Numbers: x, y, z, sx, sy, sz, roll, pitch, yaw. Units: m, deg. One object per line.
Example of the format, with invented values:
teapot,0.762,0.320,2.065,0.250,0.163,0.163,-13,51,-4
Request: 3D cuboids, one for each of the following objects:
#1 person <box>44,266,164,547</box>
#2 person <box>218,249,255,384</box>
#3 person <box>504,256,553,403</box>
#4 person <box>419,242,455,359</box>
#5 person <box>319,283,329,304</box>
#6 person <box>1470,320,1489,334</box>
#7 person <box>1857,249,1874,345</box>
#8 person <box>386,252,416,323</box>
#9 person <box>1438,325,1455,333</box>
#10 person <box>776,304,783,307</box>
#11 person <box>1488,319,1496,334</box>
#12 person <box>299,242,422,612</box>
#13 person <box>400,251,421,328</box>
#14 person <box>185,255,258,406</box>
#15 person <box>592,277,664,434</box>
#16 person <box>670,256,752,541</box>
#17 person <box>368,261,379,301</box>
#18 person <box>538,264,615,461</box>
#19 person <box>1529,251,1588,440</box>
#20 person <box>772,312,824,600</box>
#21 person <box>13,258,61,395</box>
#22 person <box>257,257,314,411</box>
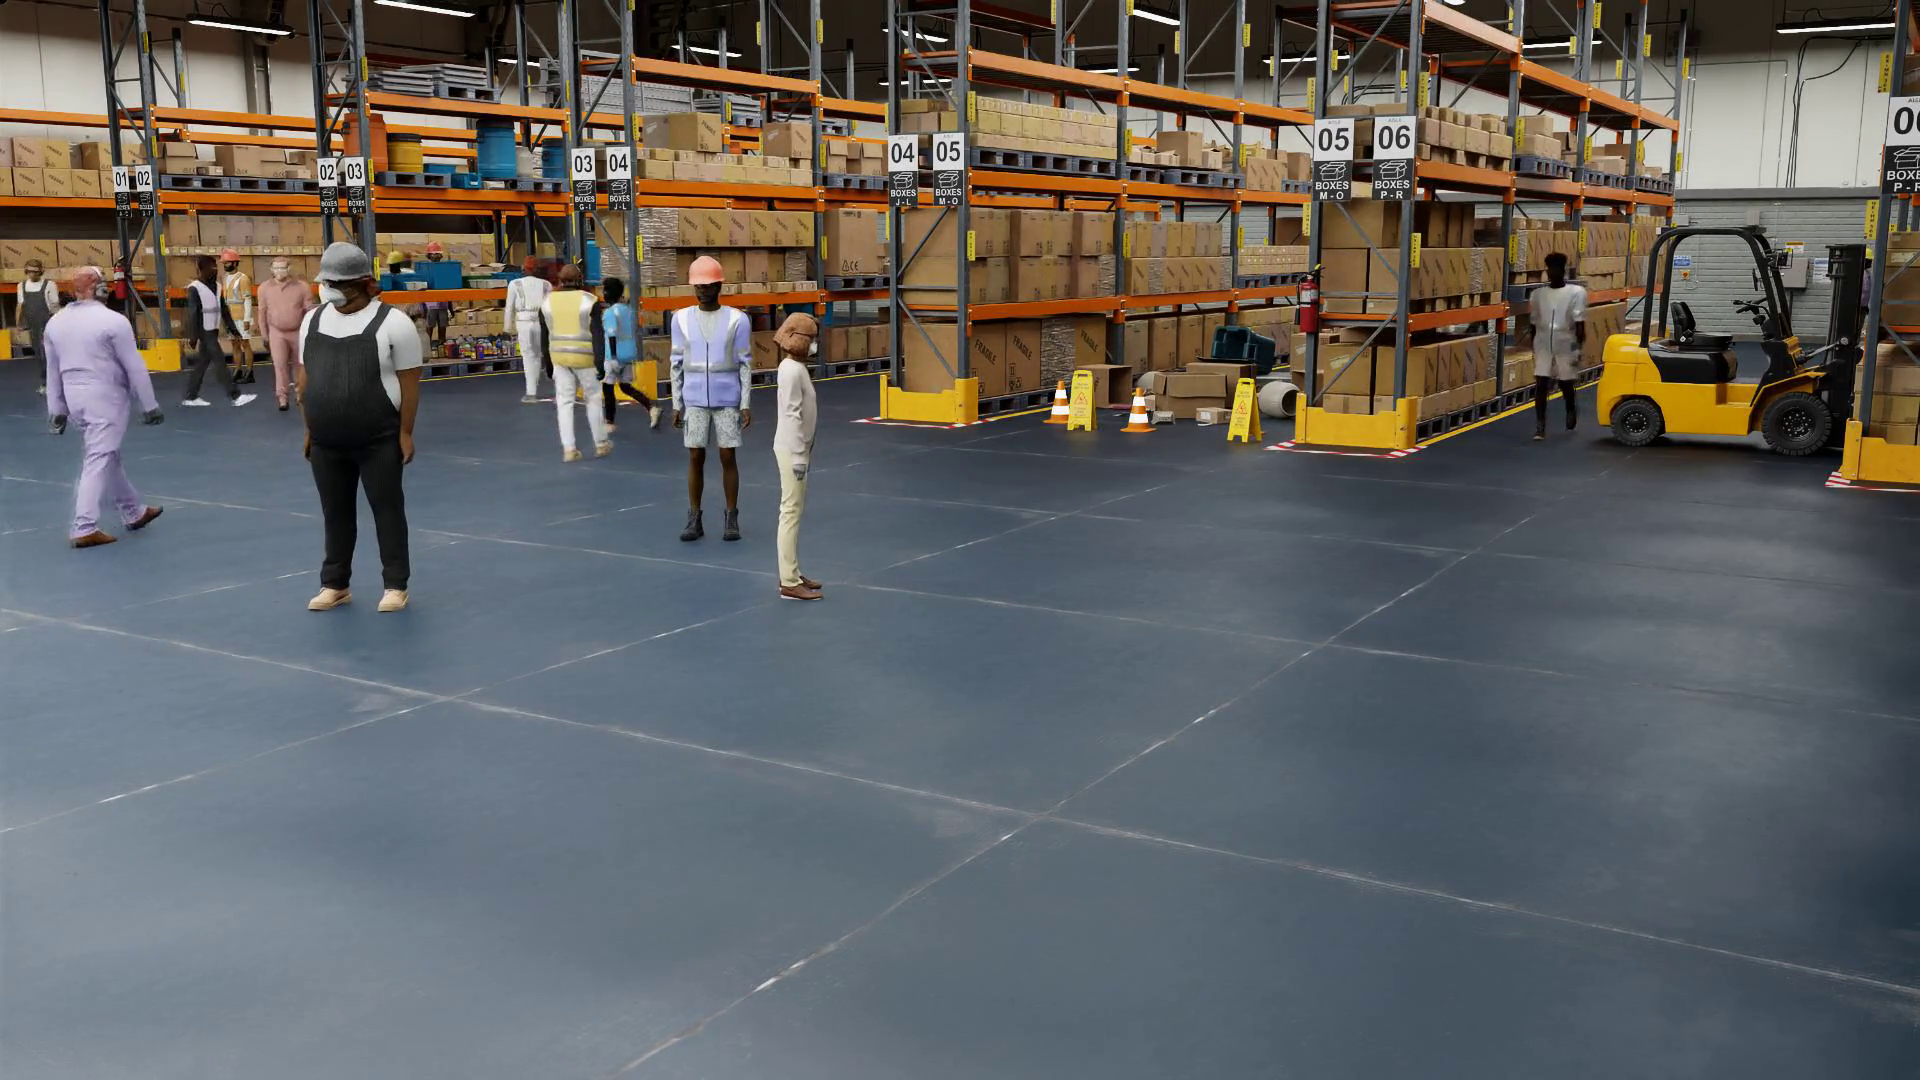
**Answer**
person,-5.779,-0.922,11.360,0.649,1.862,0.974,4,11,21
person,-10.462,-3.223,24.030,0.545,1.939,0.374,7,12,33
person,-5.525,-2.706,21.349,0.574,1.848,0.832,-7,12,-34
person,-8.411,-3.759,26.734,0.383,2.045,0.605,10,14,44
person,-6.937,-2.258,18.624,0.373,1.940,0.628,3,11,16
person,10.919,-5.112,34.574,0.648,1.972,0.639,-1,10,-8
person,15.917,-4.175,29.392,0.594,1.925,0.368,-8,13,-38
person,-9.187,-3.742,27.105,0.608,1.872,0.933,9,13,41
person,9.983,-5.023,34.455,0.598,1.829,0.397,-4,11,-22
person,-3.836,-5.324,35.495,0.608,2.048,0.365,0,10,1
person,10.914,-4.975,33.843,0.378,1.940,0.629,-3,10,-14
person,-3.322,-0.612,9.116,0.673,2.000,0.536,1,10,6
person,-9.387,-3.949,28.249,0.582,1.882,0.339,6,12,30
person,-9.251,-2.581,20.637,1.017,1.868,0.611,0,10,2
person,-3.539,-1.939,17.591,0.707,1.674,0.538,2,10,10
person,-1.692,-0.949,11.295,0.551,1.934,0.373,0,10,0
person,-5.839,-1.814,16.395,0.536,1.853,0.461,8,13,39
person,-3.588,-1.672,15.657,0.659,1.819,0.741,1,10,8
person,6.209,-2.020,17.275,0.609,1.944,0.758,6,12,31
person,-0.927,-0.481,9.524,0.278,1.633,0.497,-1,10,-4
person,-12.244,-2.821,22.101,0.550,1.815,0.524,1,10,4
person,-8.259,-2.540,20.440,0.651,1.866,0.983,-4,11,-20
